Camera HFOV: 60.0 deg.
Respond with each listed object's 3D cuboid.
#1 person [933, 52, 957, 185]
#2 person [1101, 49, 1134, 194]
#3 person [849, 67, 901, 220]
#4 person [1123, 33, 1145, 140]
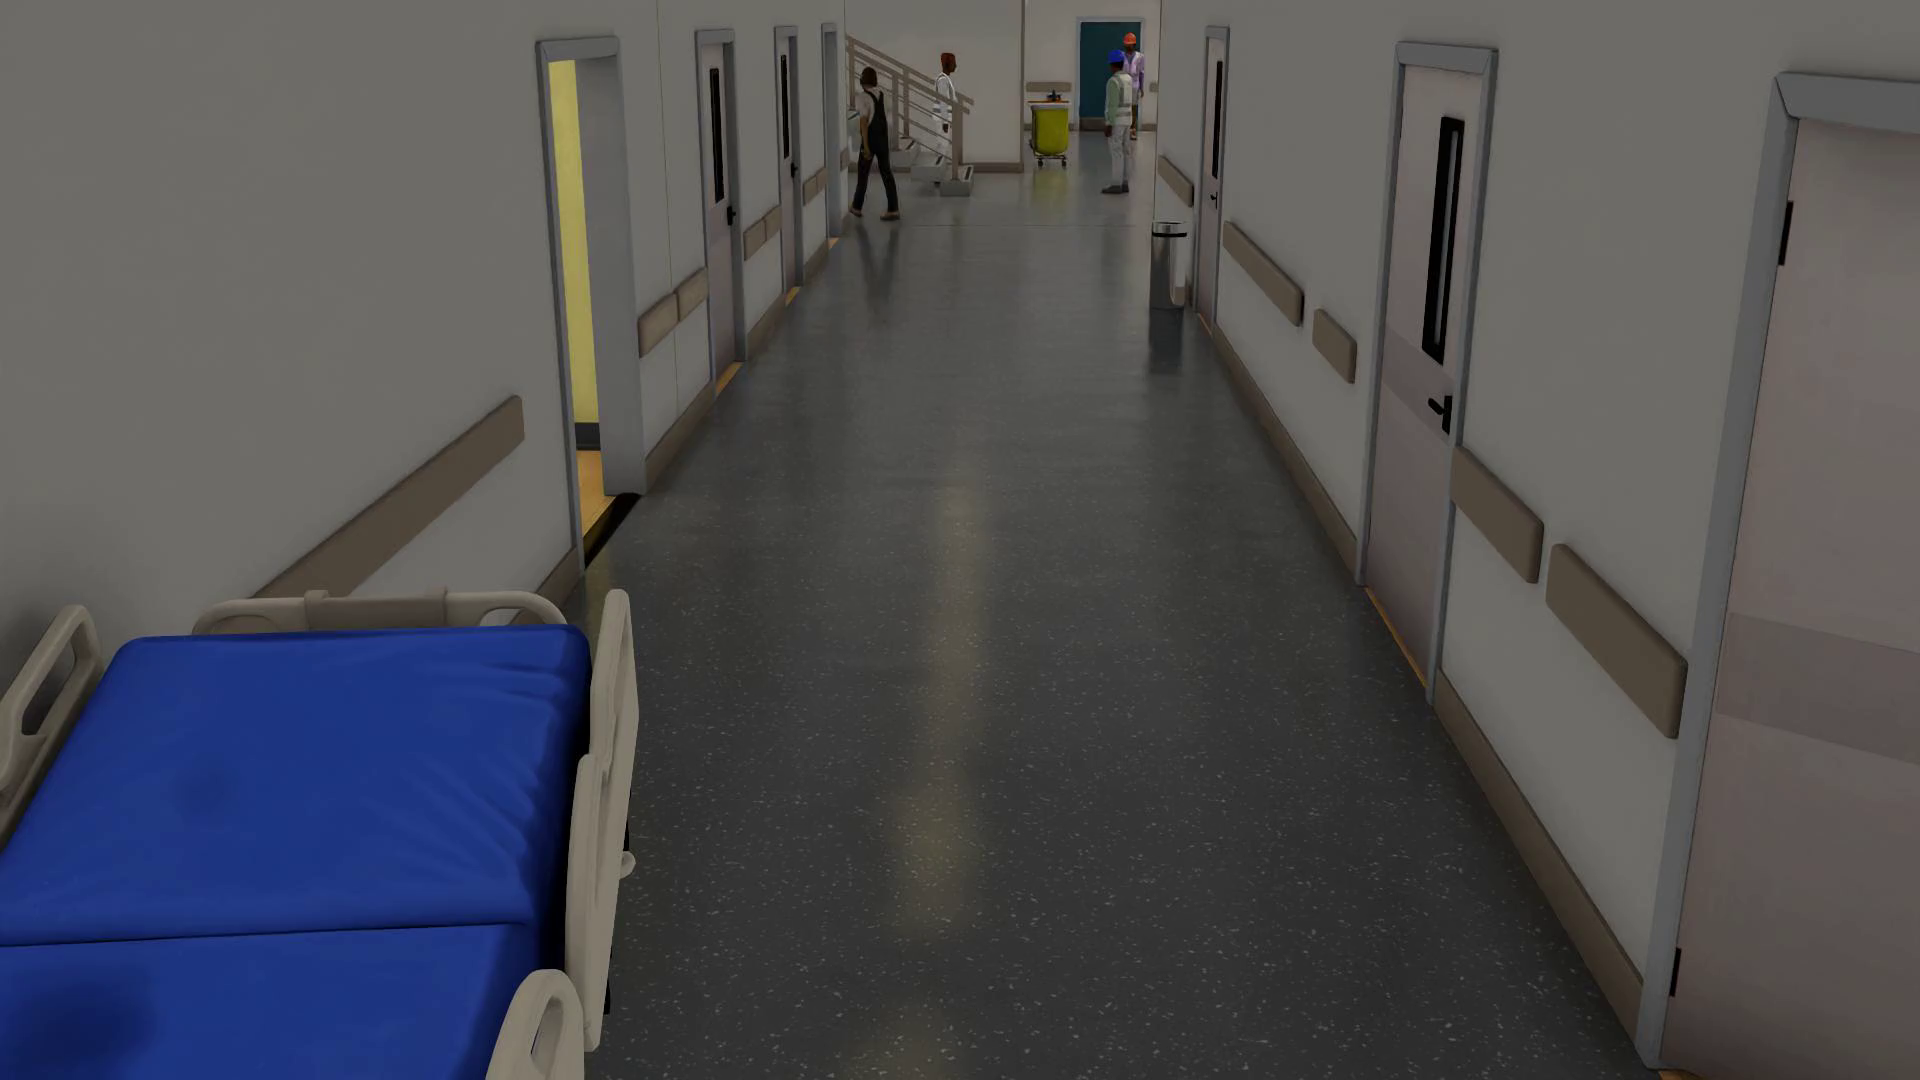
[{"bbox_3d":[-0.222,-6.141,24.269,0.350,1.876,0.574,1,18,2],"label":"person"},{"bbox_3d":[2.177,-5.768,22.976,0.402,1.944,0.606,10,20,30],"label":"person"},{"bbox_3d":[-1.064,-4.795,20.159,0.533,1.787,0.983,-15,23,-40],"label":"person"},{"bbox_3d":[3.297,-8.848,32.500,0.615,2.039,0.388,0,18,-1],"label":"person"}]
